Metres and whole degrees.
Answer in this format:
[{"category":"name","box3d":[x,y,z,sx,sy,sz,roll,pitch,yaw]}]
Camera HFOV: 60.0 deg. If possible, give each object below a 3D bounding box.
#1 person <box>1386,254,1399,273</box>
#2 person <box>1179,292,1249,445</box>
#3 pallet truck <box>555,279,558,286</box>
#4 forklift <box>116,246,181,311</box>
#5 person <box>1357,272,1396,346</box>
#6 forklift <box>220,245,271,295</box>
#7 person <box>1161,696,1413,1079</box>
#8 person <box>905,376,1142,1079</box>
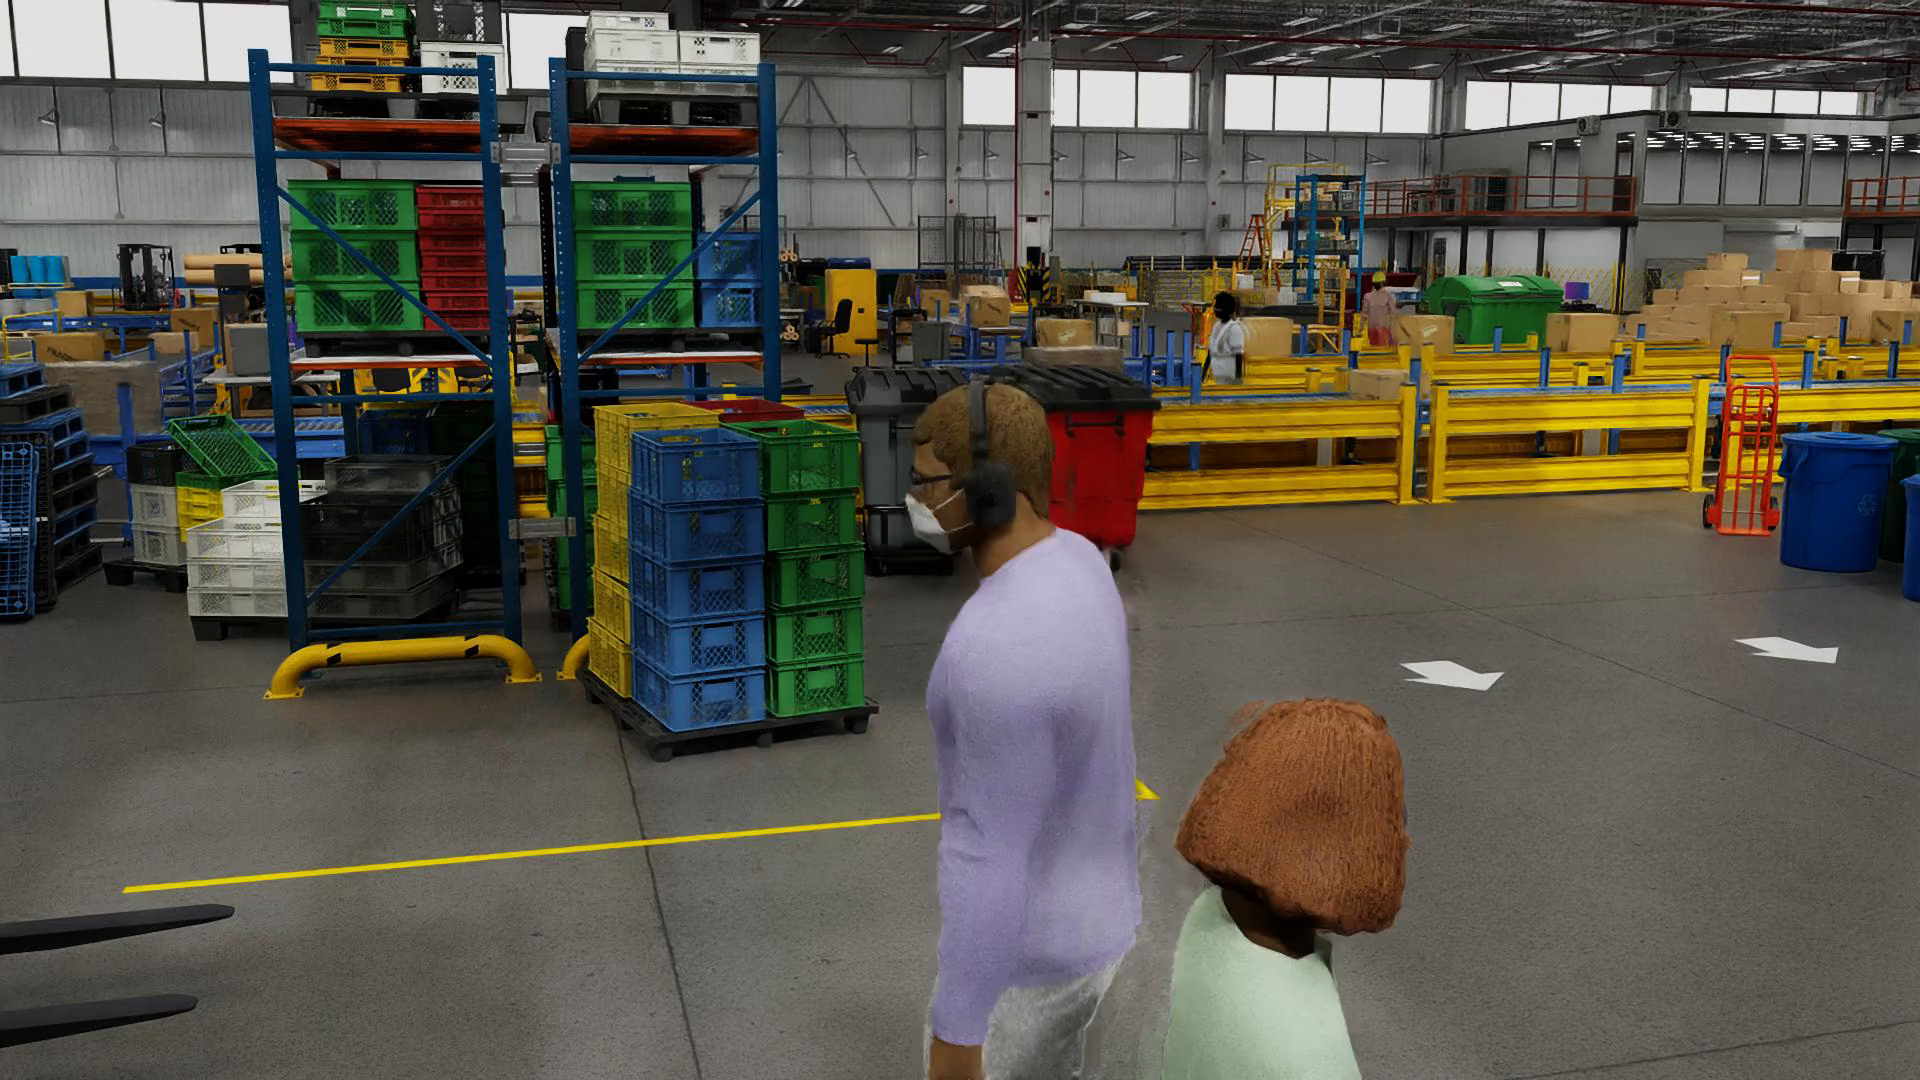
[{"category":"person","box3d":[16.174,-9.816,62.361,0.575,1.882,0.355,-3,11,-18]},{"category":"person","box3d":[2.619,-1.682,16.945,0.866,1.654,0.542,-2,10,-11]},{"category":"pallet truck","box3d":[-10.604,-6.375,44.520,0.653,1.274,1.630,-3,10,-15]},{"category":"forklift","box3d":[-19.966,-6.232,40.894,1.157,1.987,2.680,-3,10,-15]},{"category":"person","box3d":[6.401,-3.254,25.630,0.525,1.729,0.865,8,13,38]},{"category":"forklift","box3d":[-17.749,-6.334,41.440,1.157,1.987,2.680,-3,10,-17]},{"category":"person","box3d":[0.344,0.976,1.992,0.369,1.618,0.496,-1,10,-3]},{"category":"person","box3d":[0.090,0.682,2.810,0.428,1.917,0.650,2,10,13]}]
